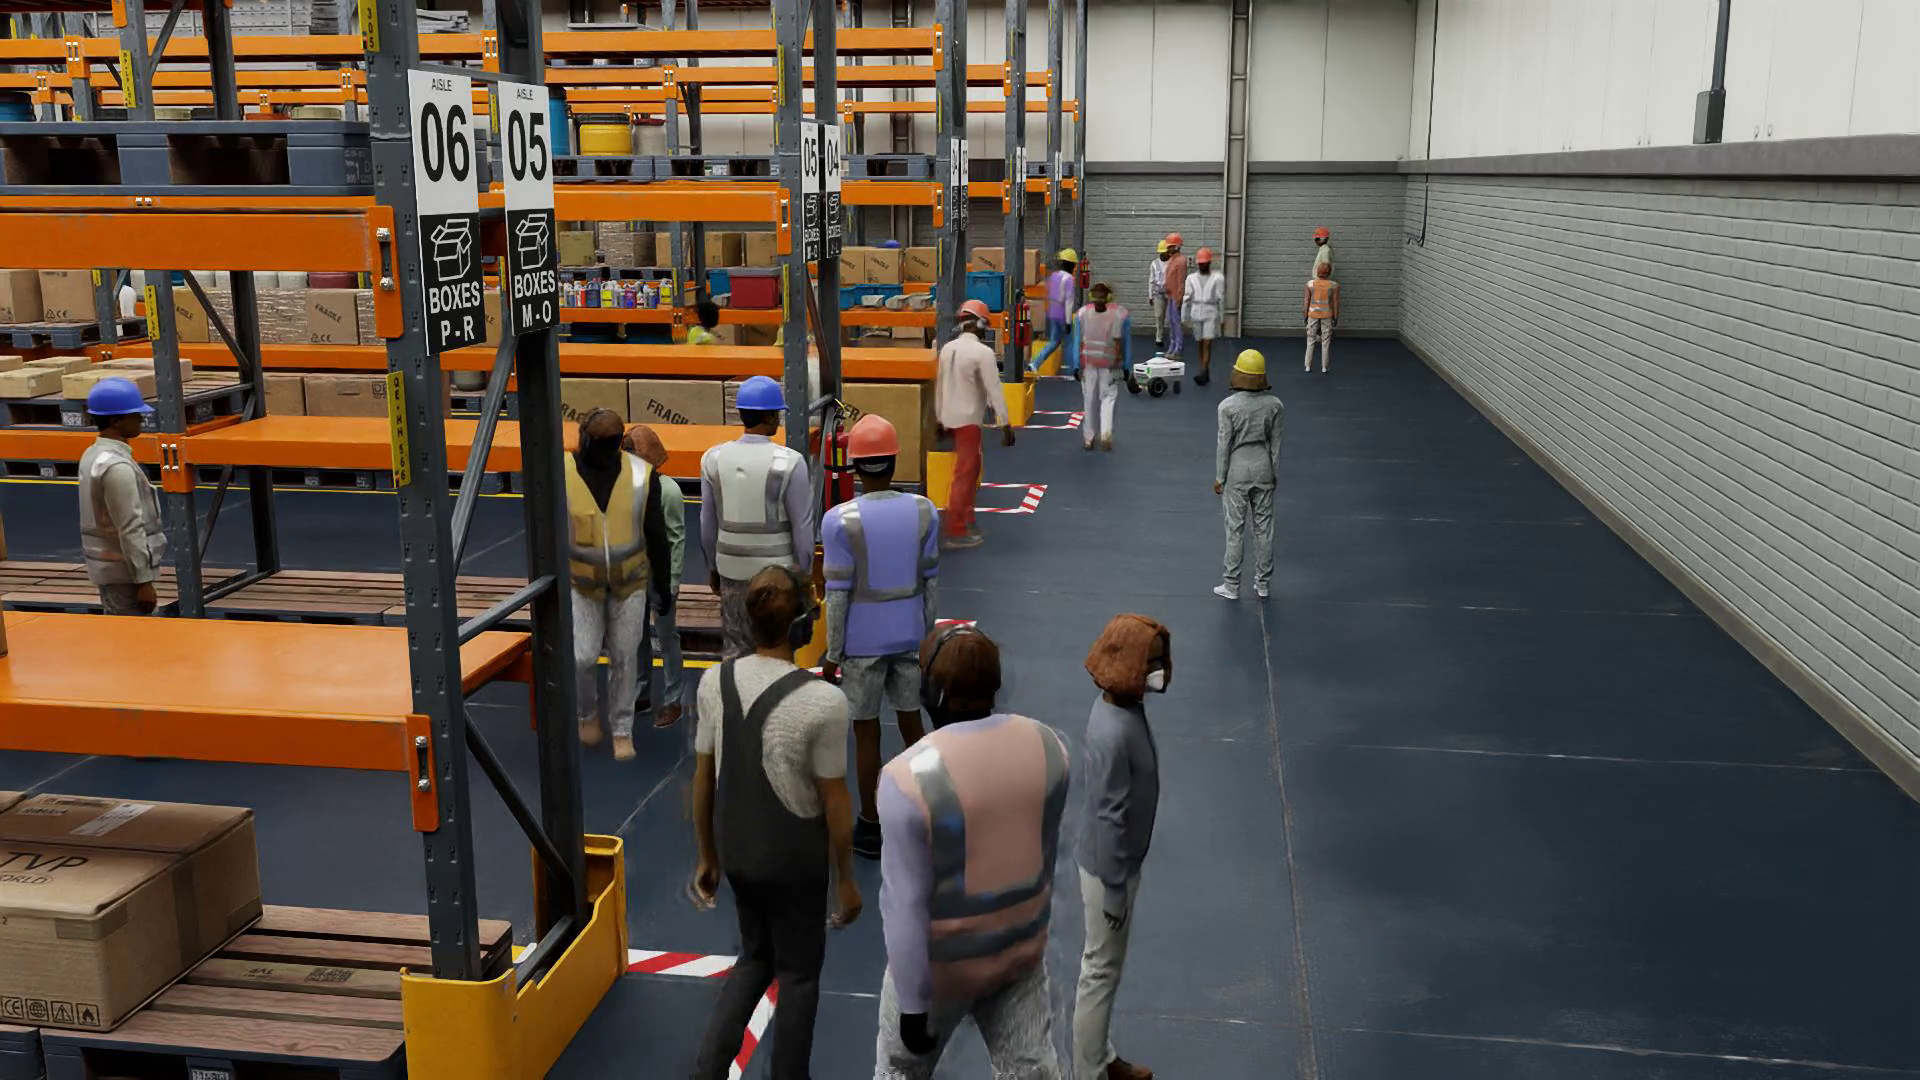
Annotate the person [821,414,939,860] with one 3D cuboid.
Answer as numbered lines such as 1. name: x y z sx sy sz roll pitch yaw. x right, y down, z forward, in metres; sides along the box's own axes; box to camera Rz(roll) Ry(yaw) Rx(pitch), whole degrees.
1. person: -0.355 0.423 7.204 0.547 1.934 0.376 -7 14 -28

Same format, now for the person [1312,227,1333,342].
1. person: 6.350 -4.490 29.247 0.389 1.990 0.625 2 13 8

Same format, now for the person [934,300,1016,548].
1. person: 0.097 -0.920 13.248 0.655 1.936 0.760 -8 15 -31

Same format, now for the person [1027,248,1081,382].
1. person: 1.387 -3.161 23.474 0.851 1.897 0.586 -7 14 -29

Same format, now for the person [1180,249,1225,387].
1. person: 3.352 -3.083 23.131 0.575 1.885 0.980 6 14 24

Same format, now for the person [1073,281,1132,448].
1. person: 1.541 -1.908 18.081 0.636 1.797 0.912 2 13 7

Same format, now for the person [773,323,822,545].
1. person: -1.204 -0.806 13.058 0.534 1.800 0.606 5 14 23

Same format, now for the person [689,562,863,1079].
1. person: -0.581 0.981 4.936 0.515 1.834 0.488 8 15 32

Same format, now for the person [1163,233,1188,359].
1. person: 3.423 -3.890 26.558 0.418 1.984 0.618 -2 13 -10

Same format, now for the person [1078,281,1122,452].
1. person: 1.501 -1.889 17.934 0.521 1.817 0.880 3 13 15

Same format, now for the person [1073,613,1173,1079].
1. person: 0.503 1.019 5.203 0.286 1.631 0.502 2 13 10

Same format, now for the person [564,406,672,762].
1. person: -1.787 0.227 8.358 0.650 1.816 0.433 -4 13 -18

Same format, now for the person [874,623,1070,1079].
1. person: 0.020 1.101 4.498 0.627 1.786 0.986 -9 15 -35

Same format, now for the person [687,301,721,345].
1. person: -2.639 -1.614 17.007 0.411 1.658 0.572 -7 14 -29

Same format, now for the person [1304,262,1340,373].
1. person: 5.357 -3.295 24.682 0.519 1.633 0.312 5 13 20

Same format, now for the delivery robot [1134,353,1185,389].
1. delivery robot: 2.672 -2.263 22.256 0.707 0.478 0.477 -9 15 -34

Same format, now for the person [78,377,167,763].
1. person: -4.199 0.151 8.401 0.391 1.948 0.606 -10 16 -38

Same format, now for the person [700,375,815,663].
1. person: -1.018 0.137 8.471 0.608 1.943 0.402 5 13 20

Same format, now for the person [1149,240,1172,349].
1. person: 3.466 -4.143 28.096 0.601 1.817 0.403 6 14 26

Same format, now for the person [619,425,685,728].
1. person: -1.686 0.192 8.935 0.500 1.633 0.280 8 15 31

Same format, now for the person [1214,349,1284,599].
1. person: 2.004 -0.457 11.609 0.491 1.746 0.285 -3 13 -15
